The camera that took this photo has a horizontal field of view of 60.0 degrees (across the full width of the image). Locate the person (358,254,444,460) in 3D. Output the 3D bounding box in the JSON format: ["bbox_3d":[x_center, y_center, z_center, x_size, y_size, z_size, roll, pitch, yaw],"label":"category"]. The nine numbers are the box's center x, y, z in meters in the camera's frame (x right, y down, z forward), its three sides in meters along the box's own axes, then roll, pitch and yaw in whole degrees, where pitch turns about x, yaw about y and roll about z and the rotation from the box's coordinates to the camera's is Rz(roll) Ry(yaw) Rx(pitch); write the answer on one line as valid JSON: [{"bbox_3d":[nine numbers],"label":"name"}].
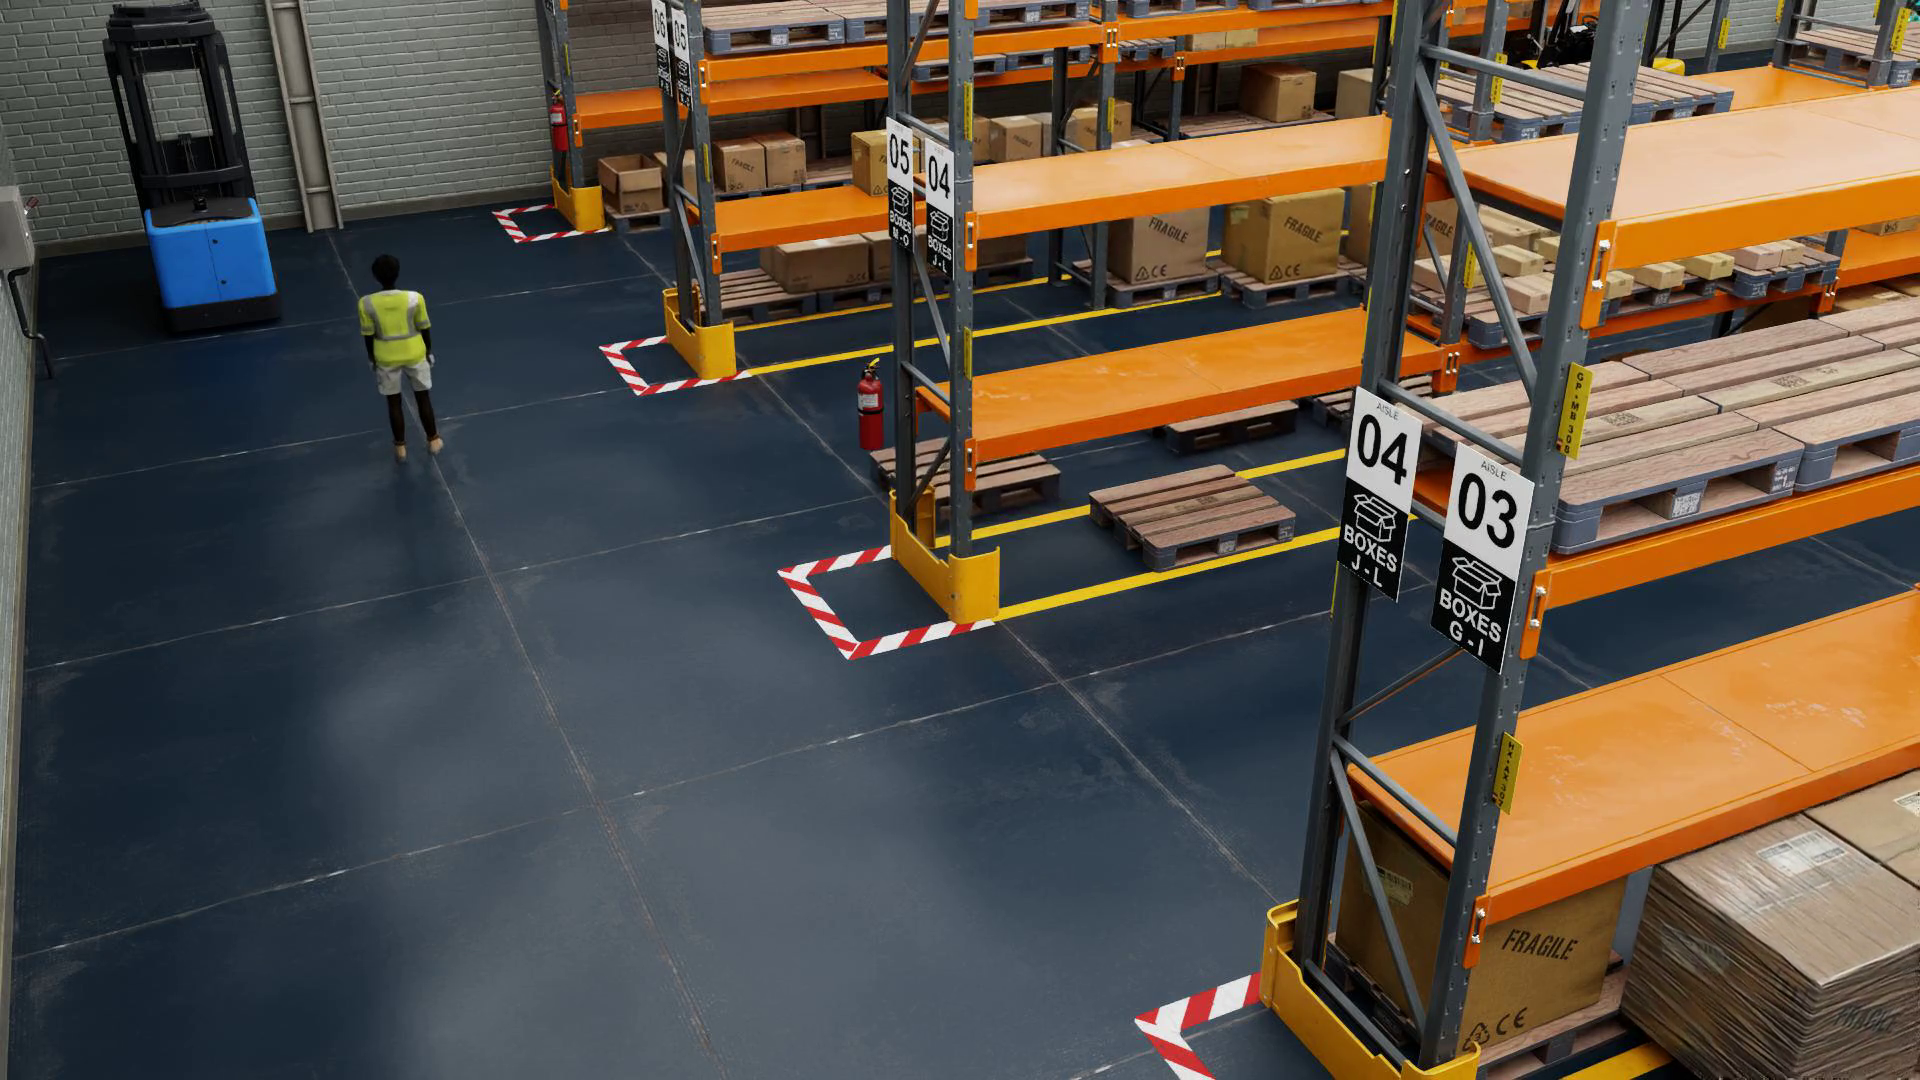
[{"bbox_3d":[-4.487,-1.465,13.354,0.539,1.695,0.317,-8,29,-15],"label":"person"}]

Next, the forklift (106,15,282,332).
[{"bbox_3d":[-7.548,-3.672,16.323,1.129,2.768,1.873,-12,30,-22],"label":"forklift"}]

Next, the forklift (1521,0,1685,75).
[{"bbox_3d":[8.950,-6.807,23.056,1.214,2.155,2.313,-12,30,-22],"label":"forklift"}]

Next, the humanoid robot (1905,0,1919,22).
[{"bbox_3d":[15.068,-8.300,26.436,0.558,1.768,0.980,3,28,7],"label":"humanoid robot"}]
